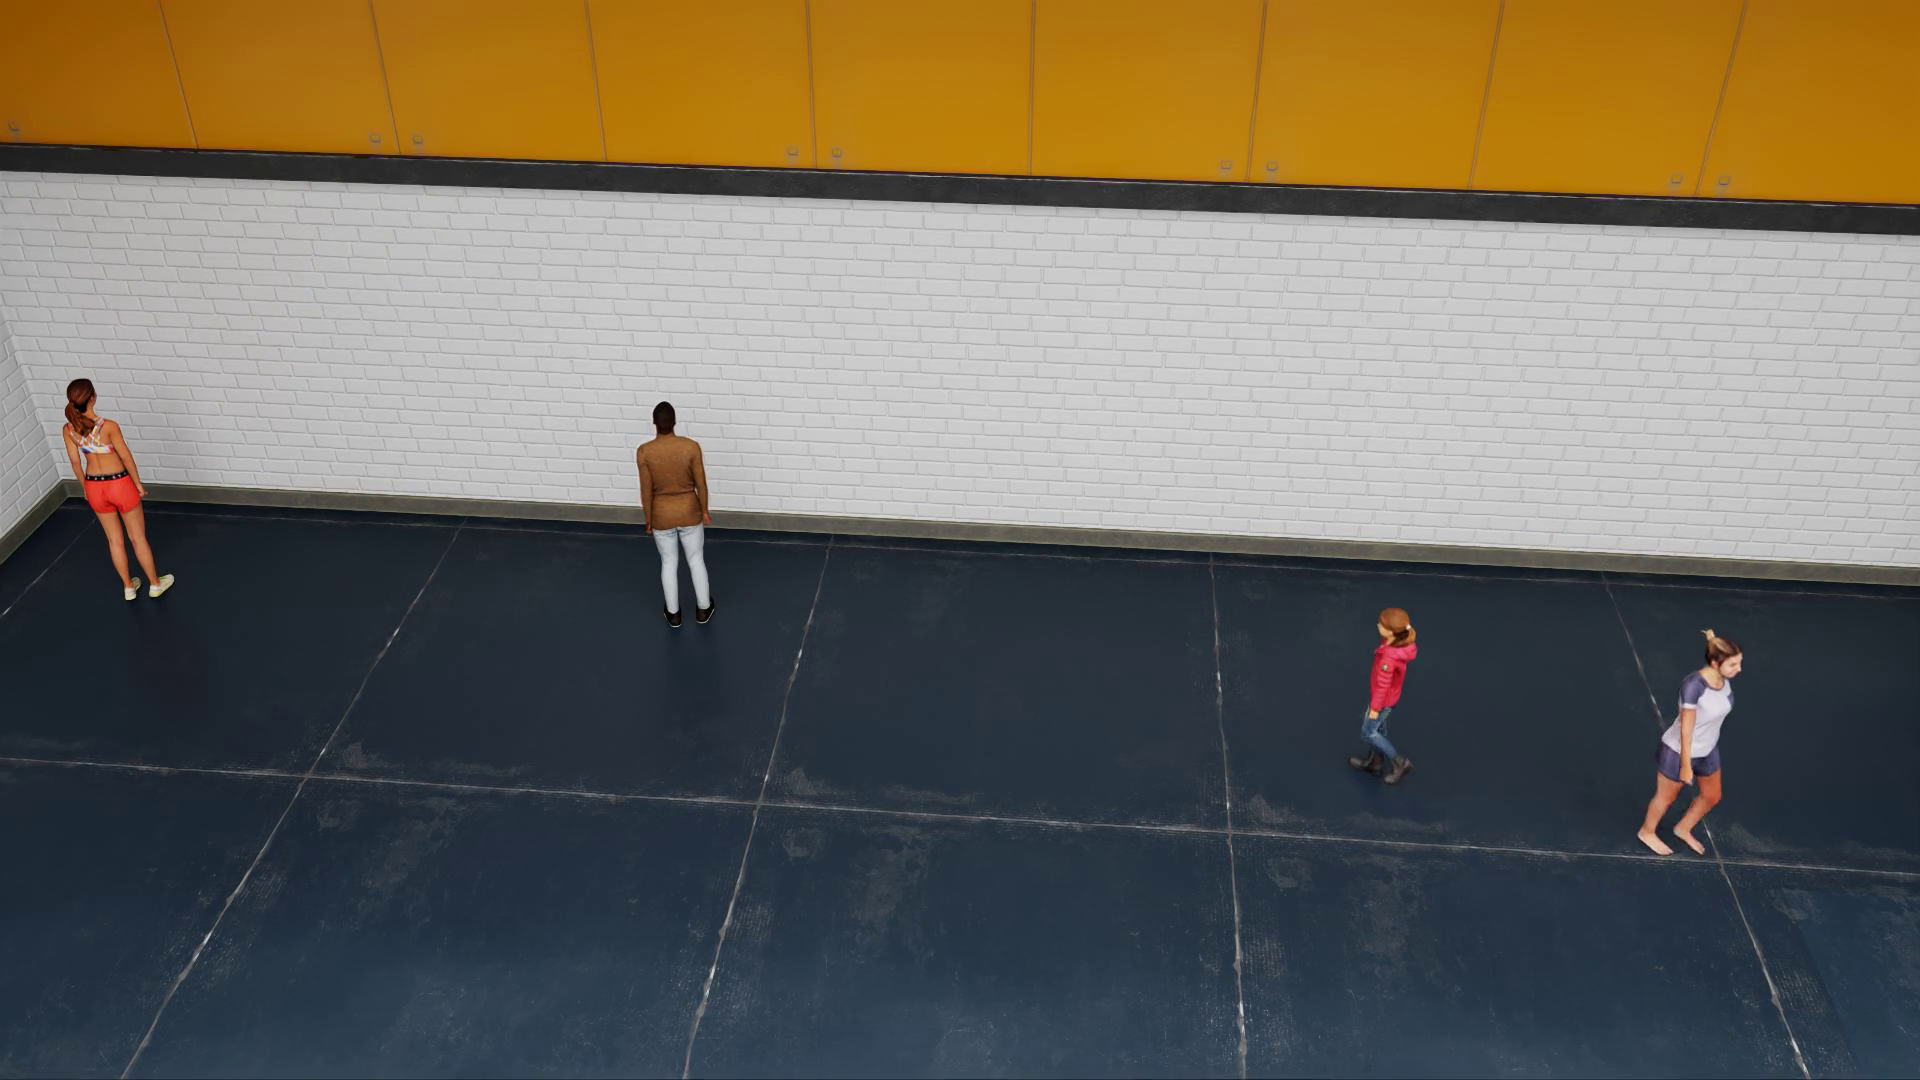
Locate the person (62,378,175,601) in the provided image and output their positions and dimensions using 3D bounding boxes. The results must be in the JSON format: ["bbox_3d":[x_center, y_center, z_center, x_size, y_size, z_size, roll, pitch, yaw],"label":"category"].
[{"bbox_3d":[-6.204,-0.360,12.154,0.617,1.789,0.579,-3,34,-4],"label":"person"}]

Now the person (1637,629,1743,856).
[{"bbox_3d":[4.312,1.207,9.958,0.689,1.610,0.738,-18,37,-24],"label":"person"}]

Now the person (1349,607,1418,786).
[{"bbox_3d":[2.750,1.013,10.524,0.690,1.307,0.662,15,36,21],"label":"person"}]

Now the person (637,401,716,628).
[{"bbox_3d":[-2.022,-0.180,11.859,0.685,1.816,0.640,-6,34,-9],"label":"person"}]
